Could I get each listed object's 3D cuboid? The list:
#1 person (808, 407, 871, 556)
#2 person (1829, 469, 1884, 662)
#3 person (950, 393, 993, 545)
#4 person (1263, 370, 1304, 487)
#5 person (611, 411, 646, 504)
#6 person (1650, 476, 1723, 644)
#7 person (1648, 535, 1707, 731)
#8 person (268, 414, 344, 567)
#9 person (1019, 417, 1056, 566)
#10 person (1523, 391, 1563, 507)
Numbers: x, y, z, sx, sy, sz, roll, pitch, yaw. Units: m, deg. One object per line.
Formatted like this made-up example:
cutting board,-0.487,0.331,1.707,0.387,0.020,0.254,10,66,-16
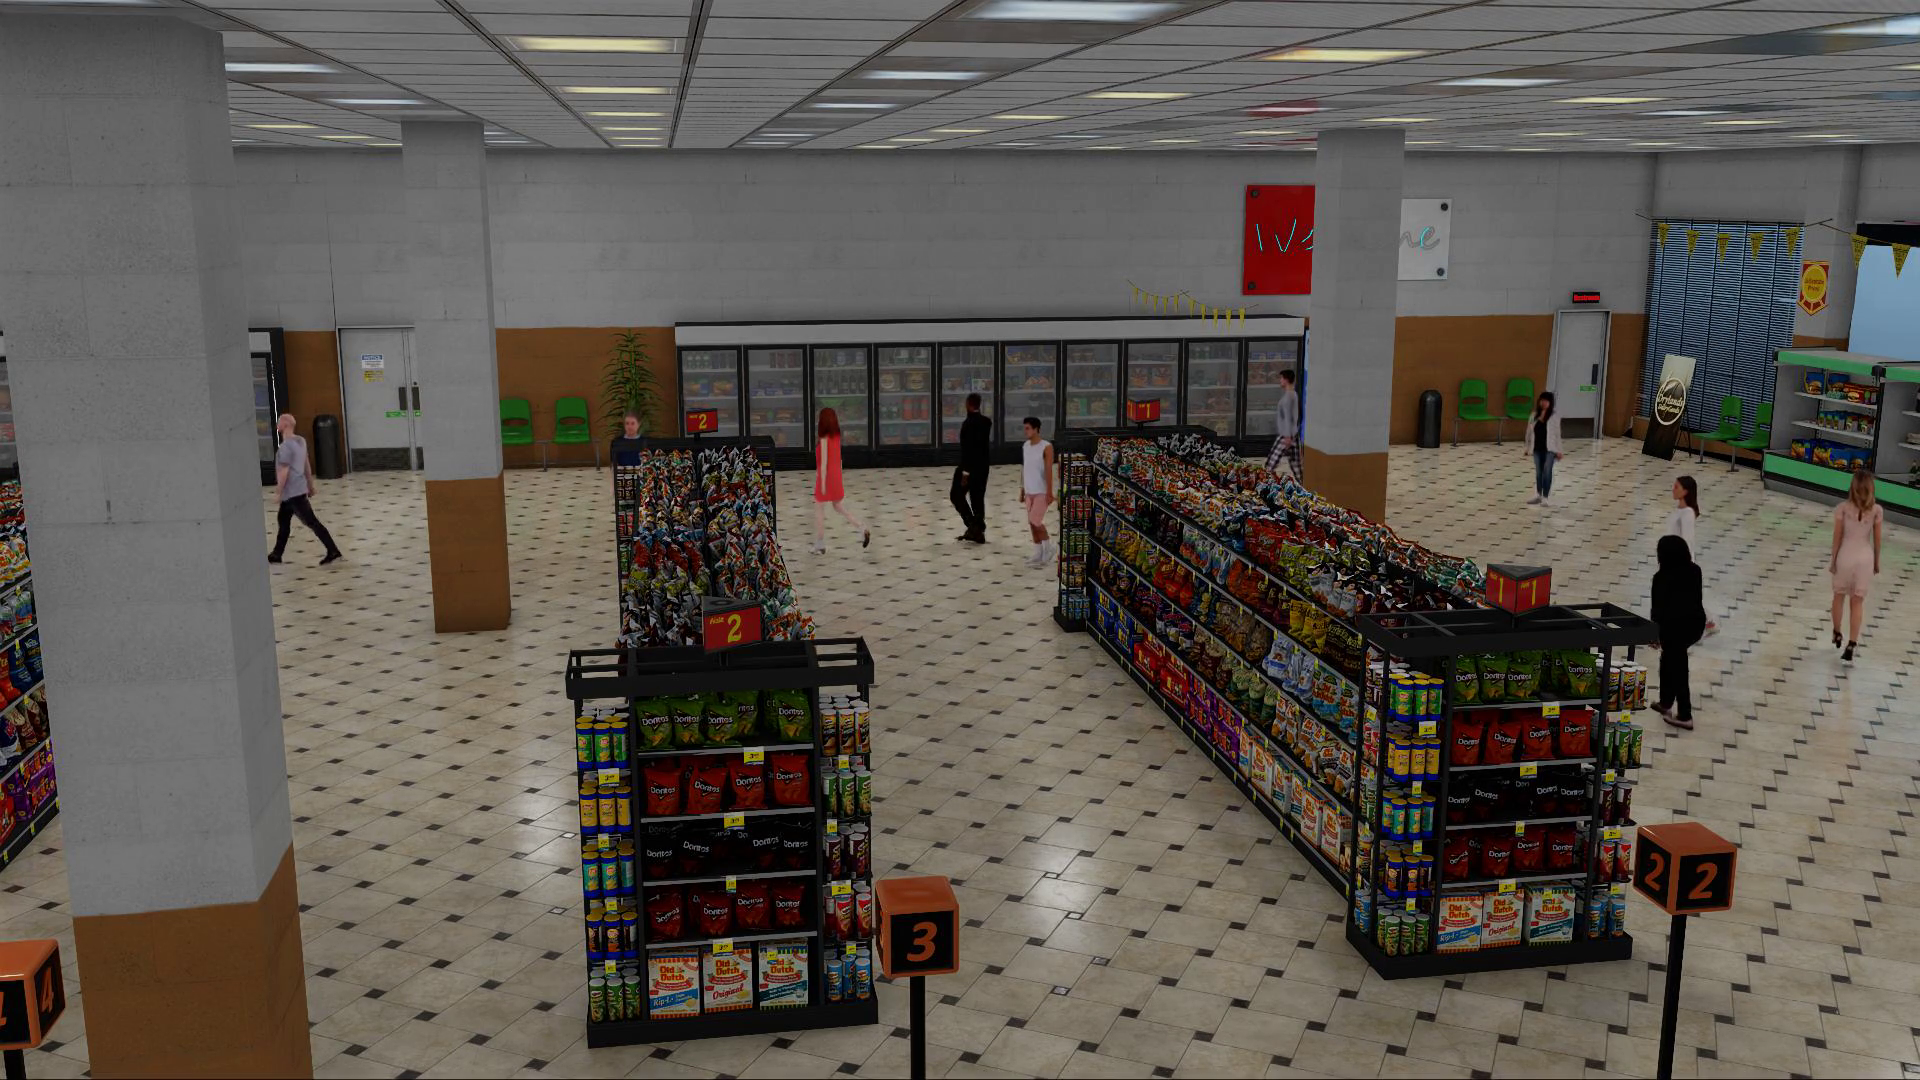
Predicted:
person,-1.479,-0.678,20.004,1.074,1.805,1.083,6,13,27
person,8.346,0.278,15.514,0.994,1.784,1.205,5,13,21
person,0.238,-0.862,20.687,0.897,1.883,0.850,9,15,37
person,4.797,-1.498,23.910,1.150,1.799,1.197,5,13,24
person,-3.821,-0.572,19.399,0.827,1.845,1.139,1,12,3
person,7.040,0.216,16.107,0.997,1.660,1.092,4,13,19
person,5.968,0.774,13.649,0.774,1.581,0.848,-6,13,-25
person,-7.659,-0.536,19.377,0.832,1.786,1.214,-1,12,-3
person,0.987,-0.569,19.577,0.855,1.767,0.772,-9,15,-37
person,8.227,-1.284,23.359,0.987,1.608,0.932,-10,15,-39
